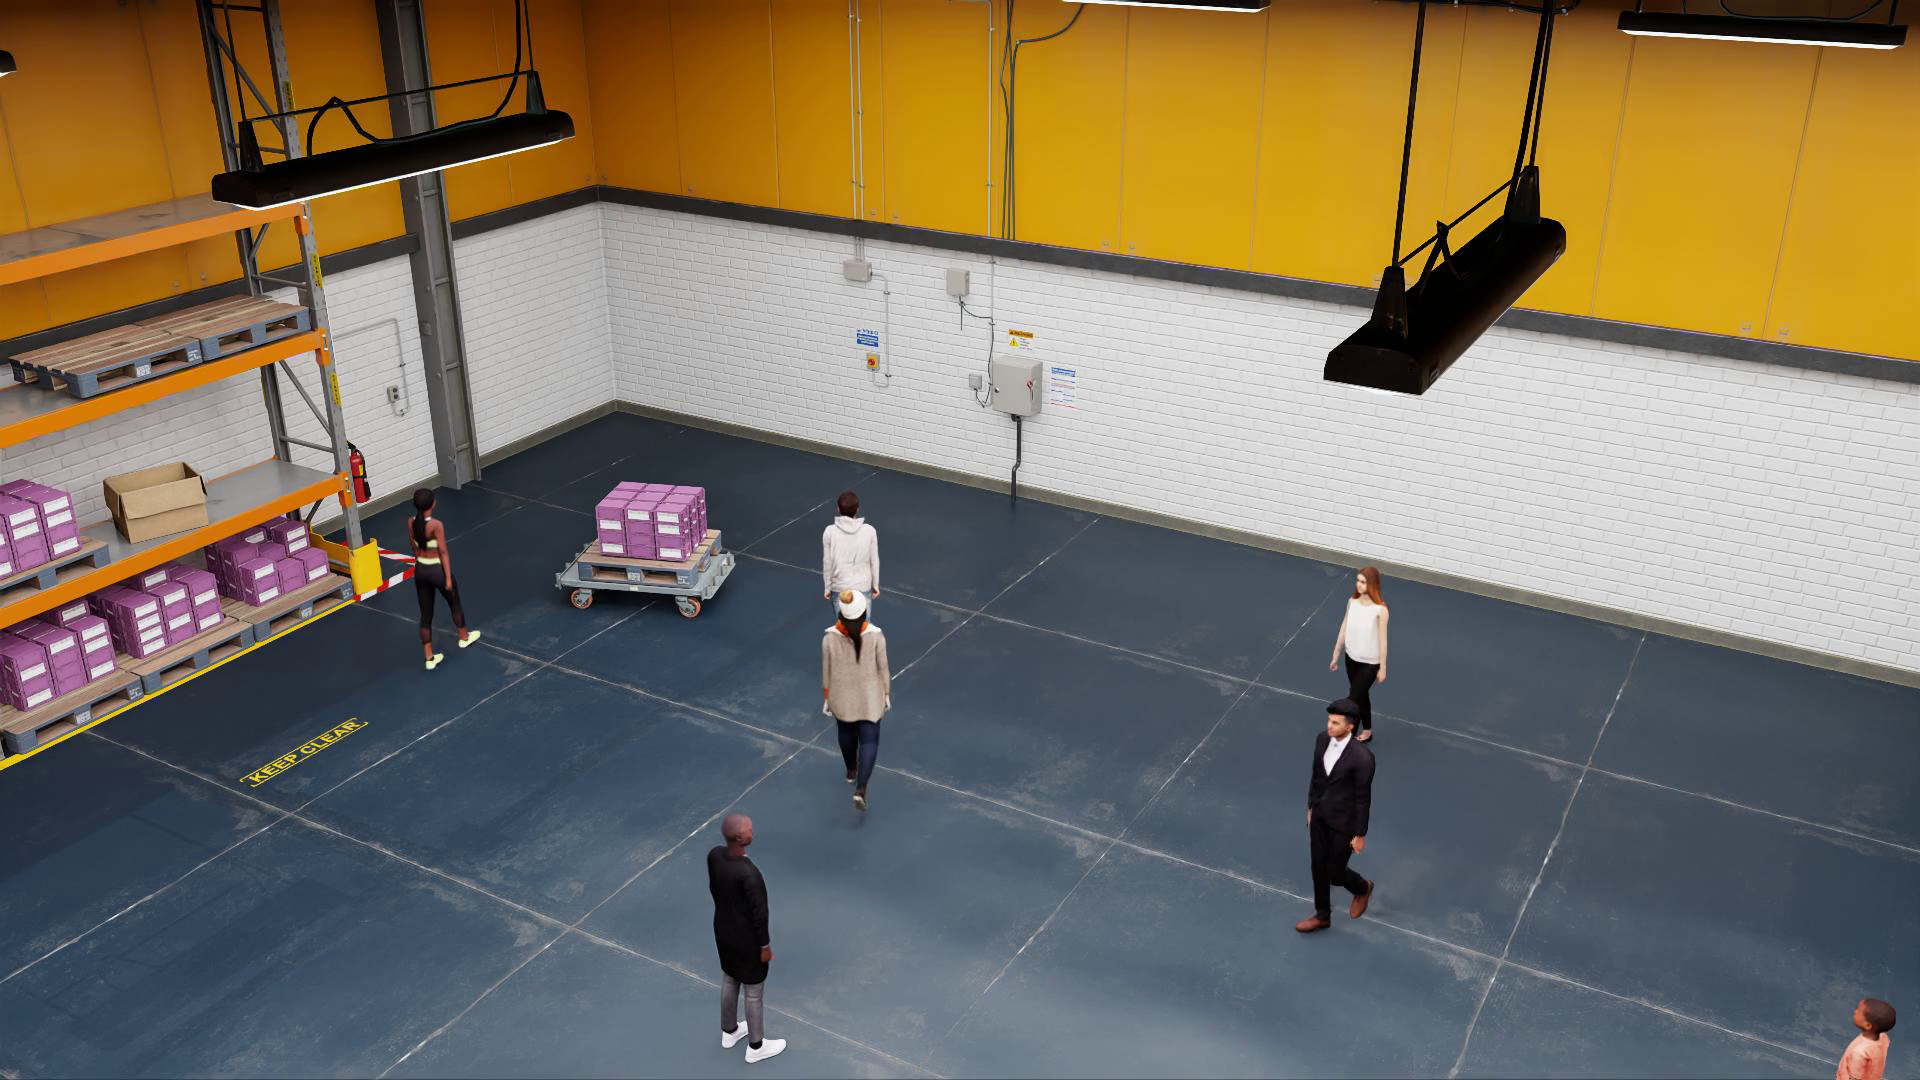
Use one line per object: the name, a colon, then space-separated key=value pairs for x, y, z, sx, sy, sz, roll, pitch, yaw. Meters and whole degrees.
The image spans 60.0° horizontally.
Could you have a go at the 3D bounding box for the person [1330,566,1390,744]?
person: x=3.481 y=1.004 z=14.119 sx=0.909 sy=1.702 sz=0.796 roll=-14 pitch=27 yaw=-29

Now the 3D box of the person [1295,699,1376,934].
person: x=2.730 y=1.946 z=11.756 sx=1.029 sy=1.869 sz=0.938 roll=-13 pitch=27 yaw=-27

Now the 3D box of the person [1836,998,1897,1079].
person: x=5.213 y=3.230 z=9.540 sx=0.825 sy=1.291 sz=0.785 roll=-15 pitch=28 yaw=-30

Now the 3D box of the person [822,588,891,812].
person: x=-0.852 y=1.271 z=13.305 sx=0.996 sy=1.866 sz=1.239 roll=3 pitch=24 yaw=6

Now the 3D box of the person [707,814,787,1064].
person: x=-1.402 y=2.517 z=10.583 sx=0.696 sy=1.763 sz=0.640 roll=21 pitch=31 yaw=40

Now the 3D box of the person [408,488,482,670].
person: x=-4.965 y=0.391 z=15.491 sx=0.732 sy=1.727 sz=1.005 roll=6 pitch=24 yaw=14

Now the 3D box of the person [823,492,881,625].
person: x=-1.000 y=0.436 z=15.232 sx=0.752 sy=1.851 sz=0.806 roll=-6 pitch=24 yaw=-12
